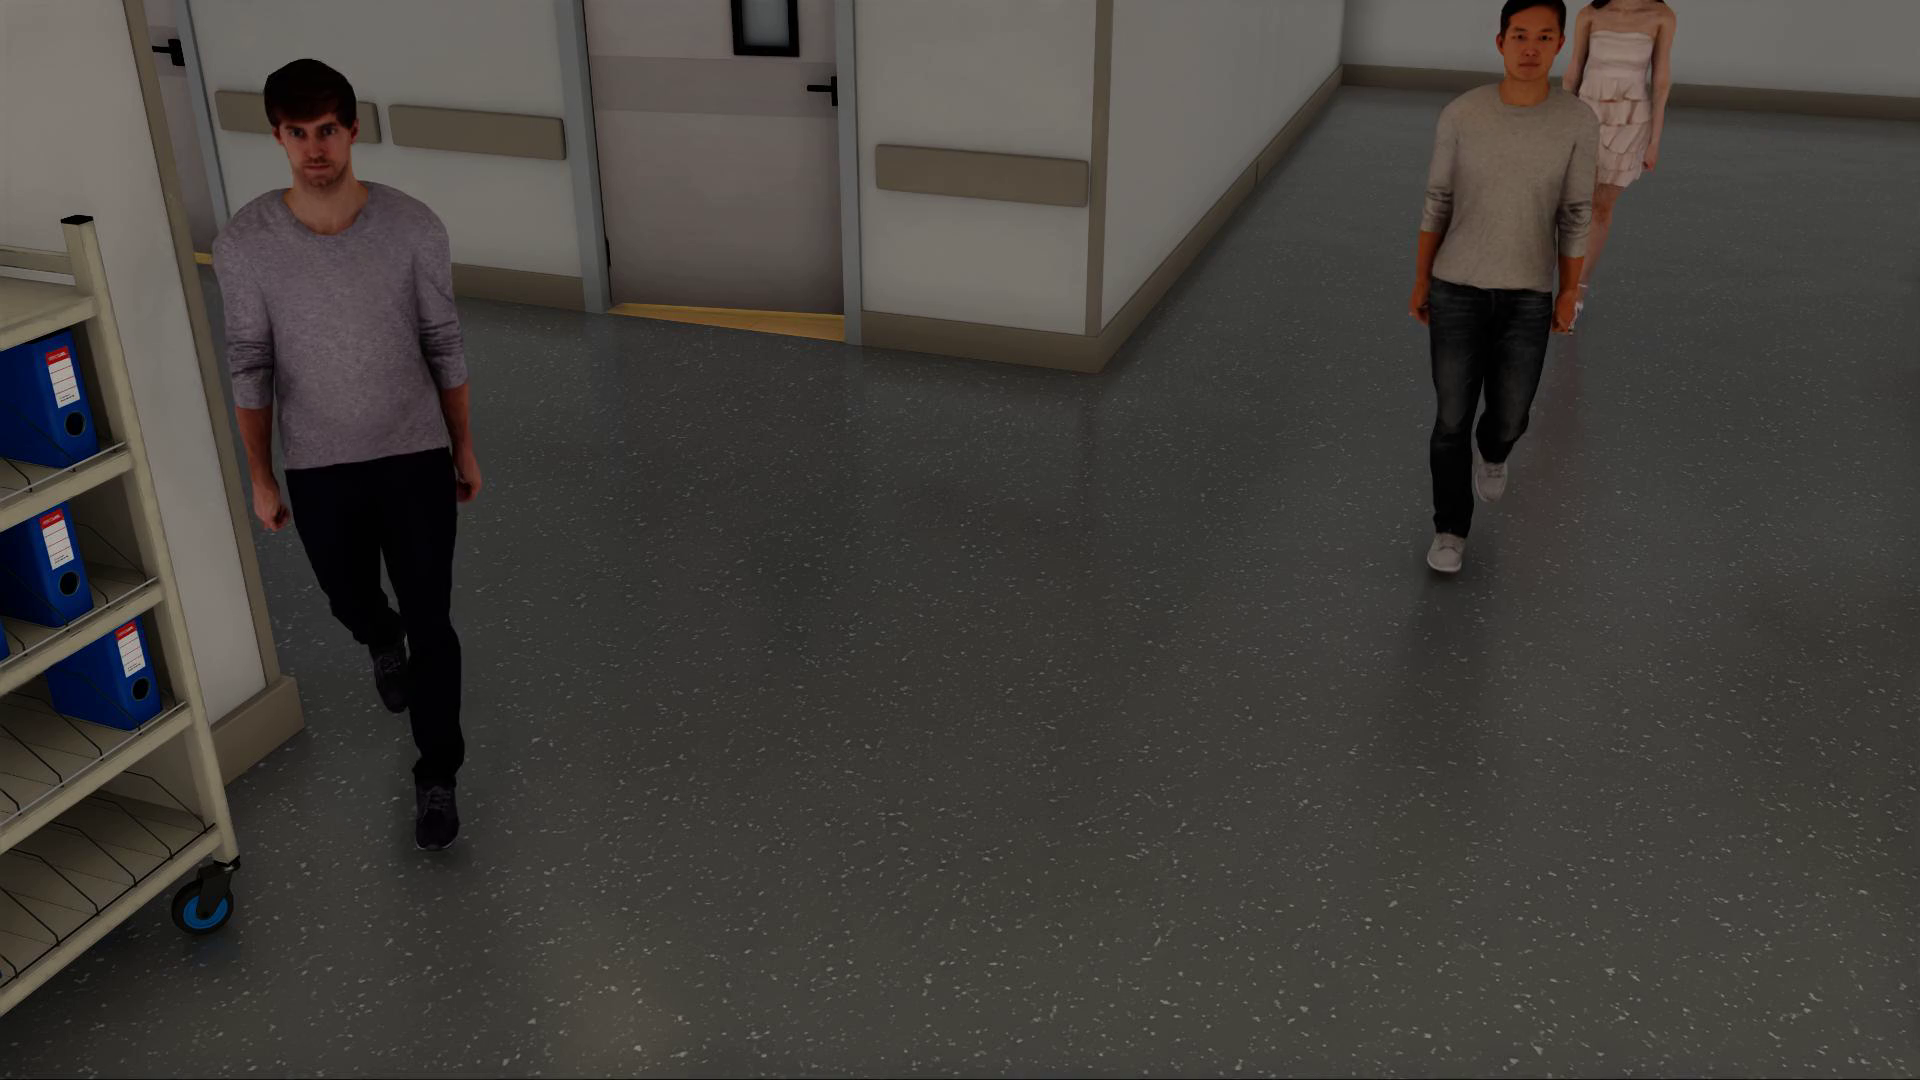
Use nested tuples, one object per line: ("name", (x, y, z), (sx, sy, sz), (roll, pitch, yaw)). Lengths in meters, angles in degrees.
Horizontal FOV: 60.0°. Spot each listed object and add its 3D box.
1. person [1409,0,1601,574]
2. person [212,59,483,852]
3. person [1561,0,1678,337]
("person", (1.678, -0.810, 5.240), (0.662, 1.795, 0.888), (8, 27, 16))
("person", (-1.420, -0.220, 3.992), (1.066, 1.817, 1.232), (-6, 26, -12))
("person", (2.874, -1.776, 7.352), (0.616, 1.700, 0.969), (10, 28, 20))
